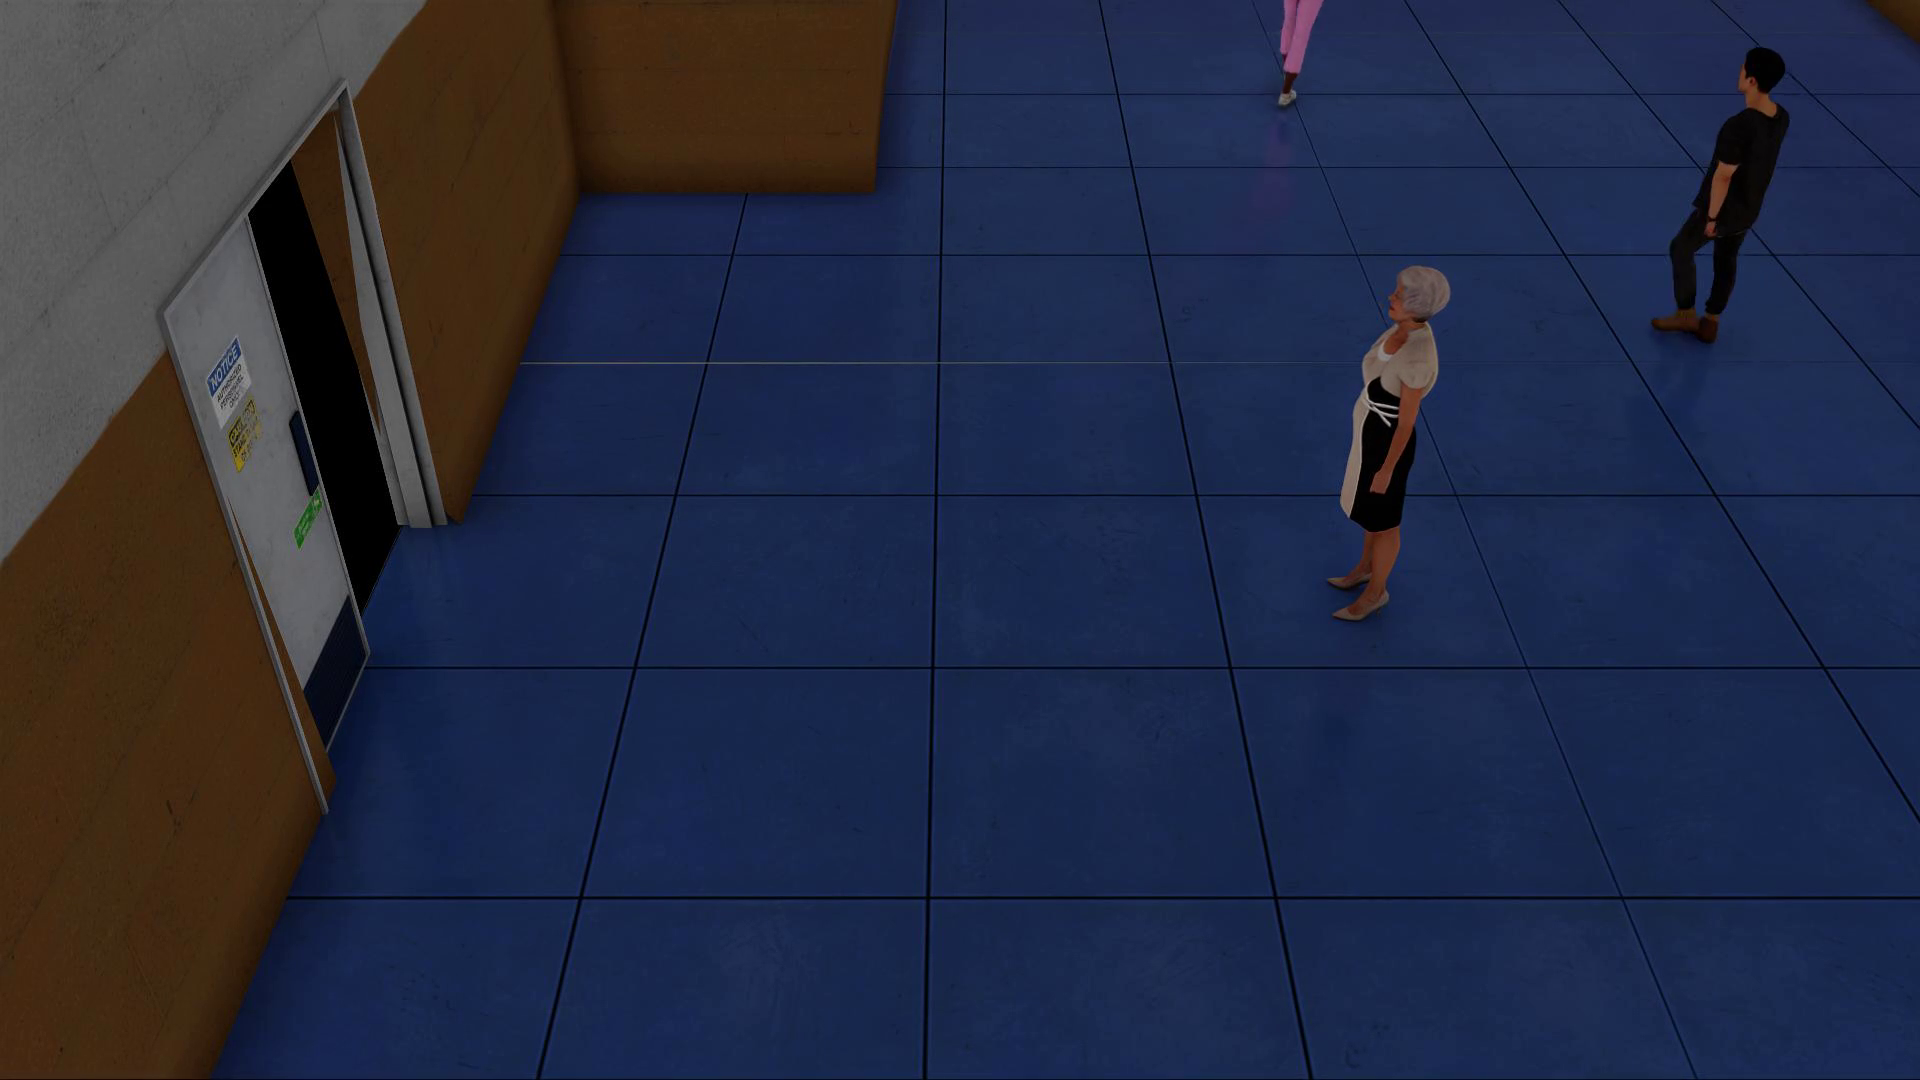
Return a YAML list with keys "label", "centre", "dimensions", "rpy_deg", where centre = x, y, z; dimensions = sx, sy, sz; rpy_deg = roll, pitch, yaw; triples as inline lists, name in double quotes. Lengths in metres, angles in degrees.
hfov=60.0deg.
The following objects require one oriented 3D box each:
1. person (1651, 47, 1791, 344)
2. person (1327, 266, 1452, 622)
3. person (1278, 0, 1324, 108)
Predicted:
- label: "person"
  centre: [4.356, -1.864, 9.273]
  dimensions: [0.639, 1.705, 0.760]
  rpy_deg: [-15, 39, -19]
- label: "person"
  centre: [1.881, -0.404, 7.286]
  dimensions: [0.553, 1.756, 0.639]
  rpy_deg: [4, 37, 5]
- label: "person"
  centre: [2.488, -4.024, 12.142]
  dimensions: [0.949, 1.716, 0.884]
  rpy_deg: [18, 40, 22]
